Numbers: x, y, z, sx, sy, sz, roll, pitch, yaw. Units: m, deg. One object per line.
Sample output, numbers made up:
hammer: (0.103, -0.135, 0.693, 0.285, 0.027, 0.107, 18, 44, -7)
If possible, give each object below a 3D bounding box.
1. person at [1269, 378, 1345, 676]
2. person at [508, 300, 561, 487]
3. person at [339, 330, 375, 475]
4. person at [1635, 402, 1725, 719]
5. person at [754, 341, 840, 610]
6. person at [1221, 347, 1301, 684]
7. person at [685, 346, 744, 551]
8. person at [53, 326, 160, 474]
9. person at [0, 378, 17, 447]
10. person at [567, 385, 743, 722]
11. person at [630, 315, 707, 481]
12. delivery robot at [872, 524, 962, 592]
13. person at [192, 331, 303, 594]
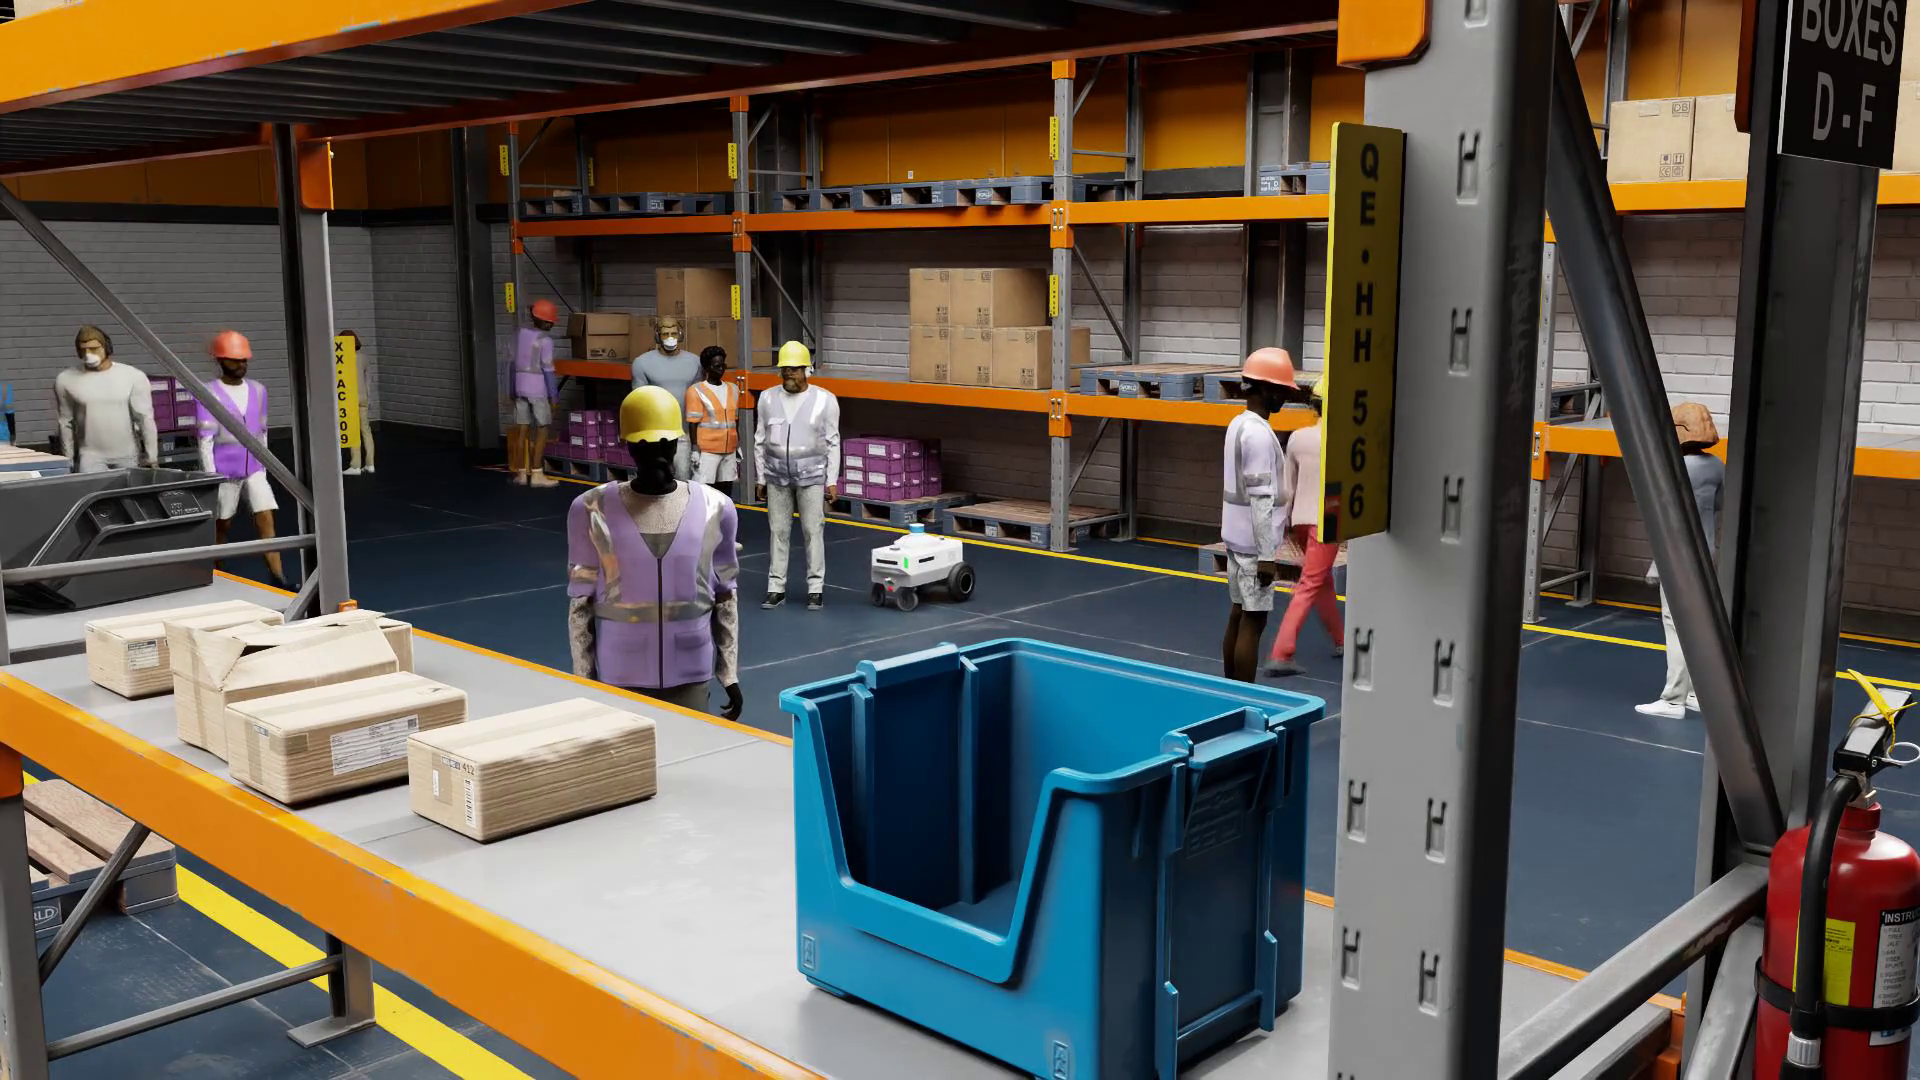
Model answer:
person: (2.104, -0.093, 9.570, 0.922, 1.716, 0.547, -6, 11, -32)
person: (-4.559, -1.557, 17.745, 0.759, 1.994, 0.399, 7, 12, 36)
person: (-6.842, -1.549, 18.757, 0.271, 1.631, 0.507, 4, 10, 24)
person: (3.737, 0.106, 8.604, 0.498, 1.634, 0.280, -7, 11, -36)
person: (-1.113, -0.432, 11.293, 0.588, 1.835, 0.404, 2, 9, 9)
person: (1.490, 0.010, 8.289, 0.365, 1.932, 0.543, 0, 9, -2)
person: (-1.990, -0.733, 13.557, 0.315, 1.696, 0.540, 9, 13, 42)
person: (-6.054, -0.556, 11.840, 0.650, 1.909, 0.744, -4, 10, -24)
person: (-8.301, -0.824, 14.170, 0.360, 1.687, 0.546, 8, 12, 39)
person: (-1.030, 0.437, 5.674, 0.586, 1.928, 0.369, -3, 10, -18)
person: (-2.355, -0.854, 13.559, 0.630, 1.940, 0.371, -4, 10, -23)
delivery robot: (-0.295, 0.131, 11.463, 0.477, 0.478, 0.707, 6, 11, 34)
person: (-4.931, -0.480, 11.425, 0.997, 1.880, 0.565, 7, 12, 37)
